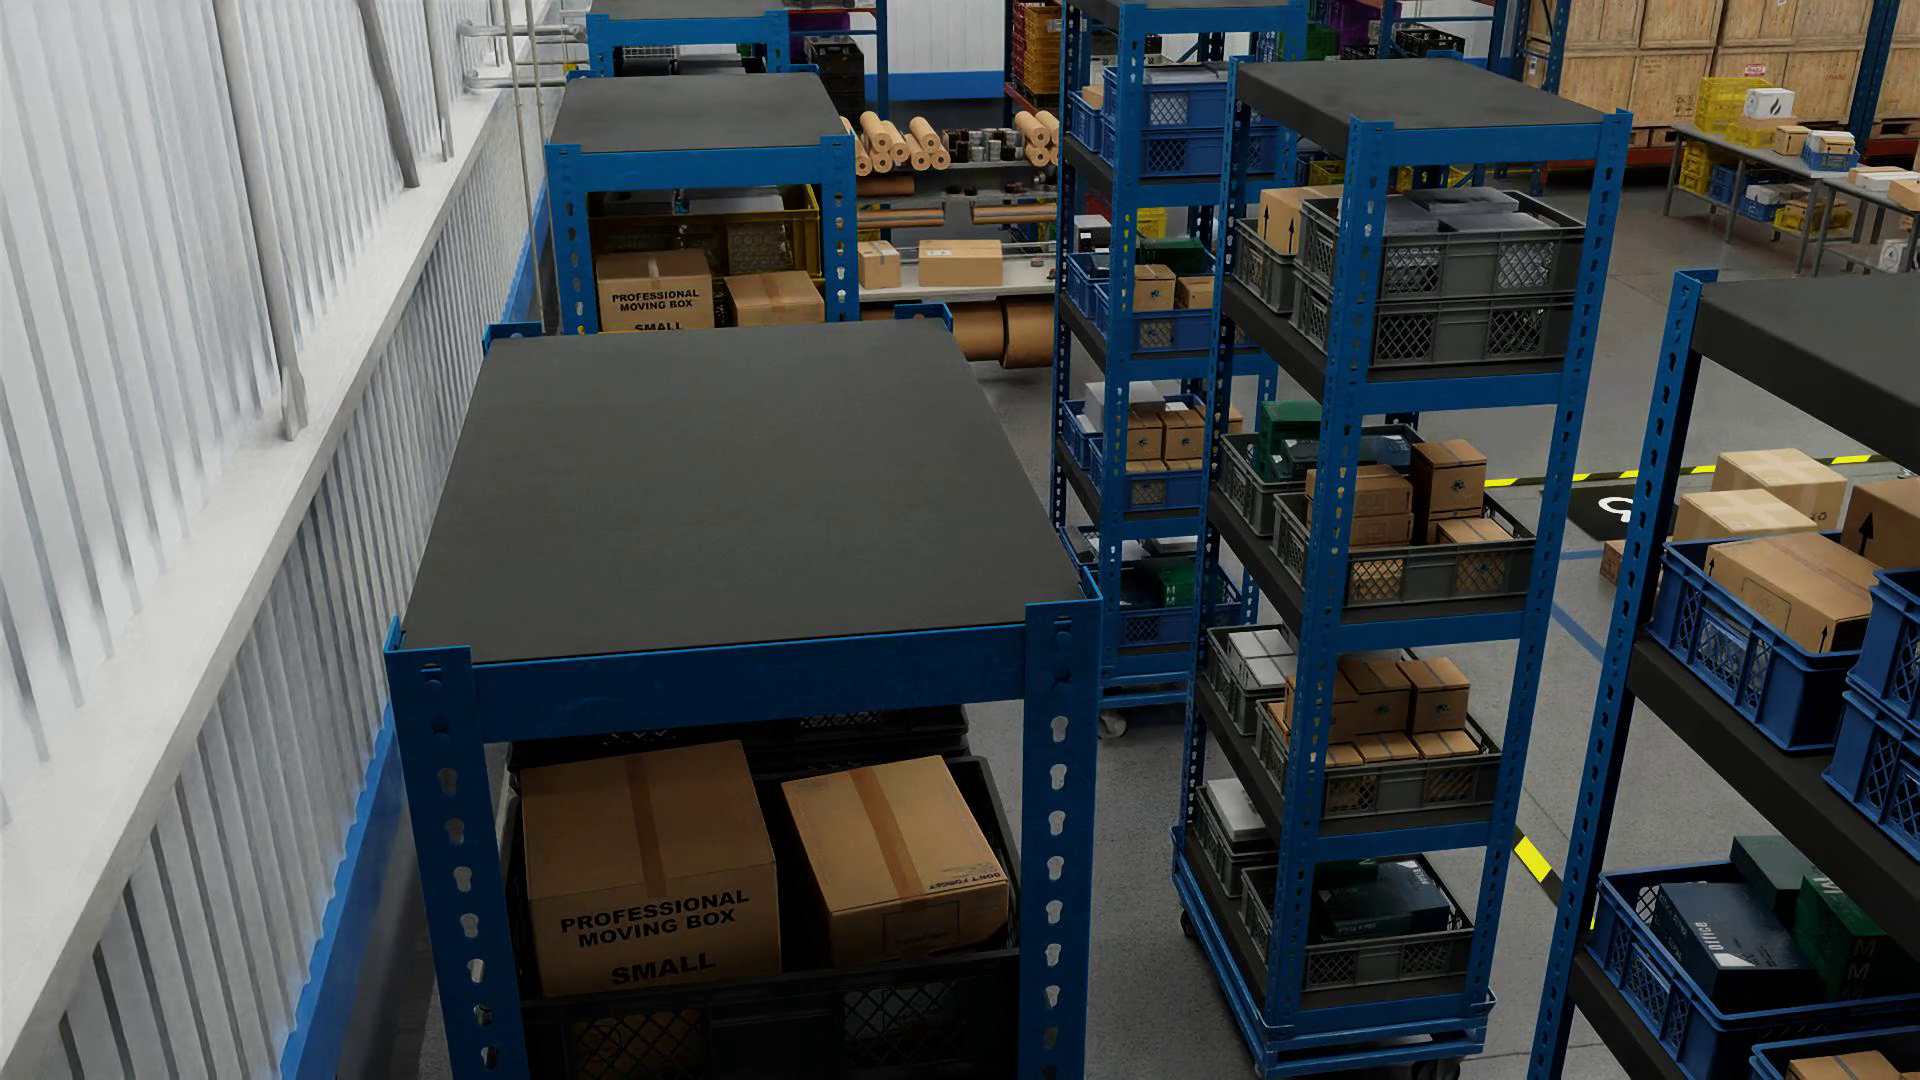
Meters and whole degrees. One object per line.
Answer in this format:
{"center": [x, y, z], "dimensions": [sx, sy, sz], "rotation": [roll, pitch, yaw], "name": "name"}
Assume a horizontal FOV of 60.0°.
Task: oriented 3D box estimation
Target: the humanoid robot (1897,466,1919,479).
{"center": [6.431, -1.145, 10.865], "dimensions": [0.735, 1.681, 0.533], "rotation": [-11, 27, -22], "name": "humanoid robot"}

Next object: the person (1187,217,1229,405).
{"center": [1.628, -1.271, 11.173], "dimensions": [0.397, 1.848, 0.587], "rotation": [-5, 25, -10], "name": "person"}
